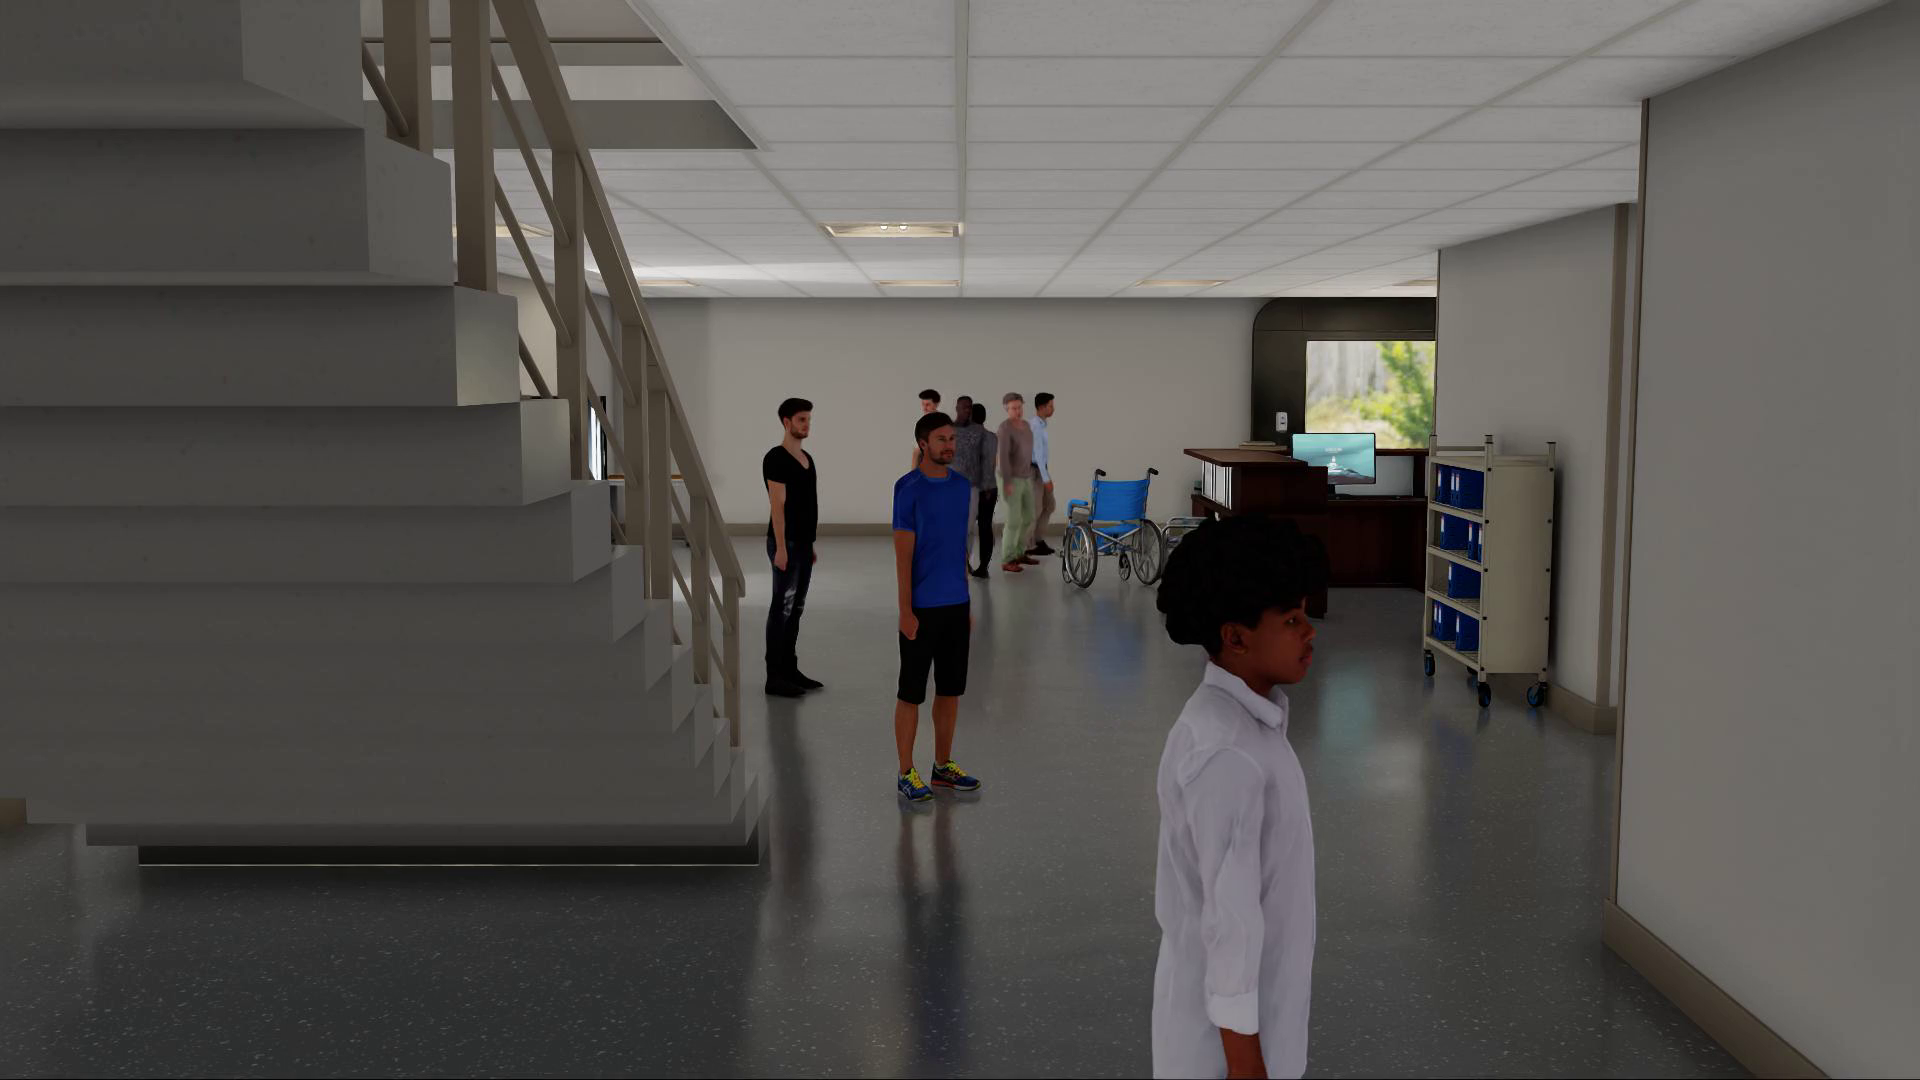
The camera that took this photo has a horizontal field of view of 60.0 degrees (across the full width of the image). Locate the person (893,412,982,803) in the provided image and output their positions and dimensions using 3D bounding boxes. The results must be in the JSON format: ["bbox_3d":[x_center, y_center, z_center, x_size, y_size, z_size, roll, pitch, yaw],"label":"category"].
[{"bbox_3d":[-0.132,0.308,8.111,0.700,1.868,0.751,-5,8,-42],"label":"person"}]

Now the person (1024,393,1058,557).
[{"bbox_3d":[0.776,-0.710,18.452,0.784,1.824,0.620,1,6,7],"label":"person"}]

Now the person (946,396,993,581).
[{"bbox_3d":[0.024,-0.520,16.582,0.741,1.820,0.685,-1,6,-9],"label":"person"}]

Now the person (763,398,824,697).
[{"bbox_3d":[-1.093,0.033,10.716,0.801,1.895,0.613,2,6,18],"label":"person"}]

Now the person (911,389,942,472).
[{"bbox_3d":[-0.207,-0.654,17.717,1.148,1.860,1.132,-5,8,-42],"label":"person"}]

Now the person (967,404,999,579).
[{"bbox_3d":[0.225,-0.478,16.556,0.746,1.742,0.762,-3,7,-30],"label":"person"}]

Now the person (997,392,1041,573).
[{"bbox_3d":[0.563,-0.571,17.033,1.055,1.833,0.868,2,6,19],"label":"person"}]

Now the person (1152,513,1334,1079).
[{"bbox_3d":[0.496,0.848,3.044,0.739,1.808,0.554,1,6,13],"label":"person"}]
